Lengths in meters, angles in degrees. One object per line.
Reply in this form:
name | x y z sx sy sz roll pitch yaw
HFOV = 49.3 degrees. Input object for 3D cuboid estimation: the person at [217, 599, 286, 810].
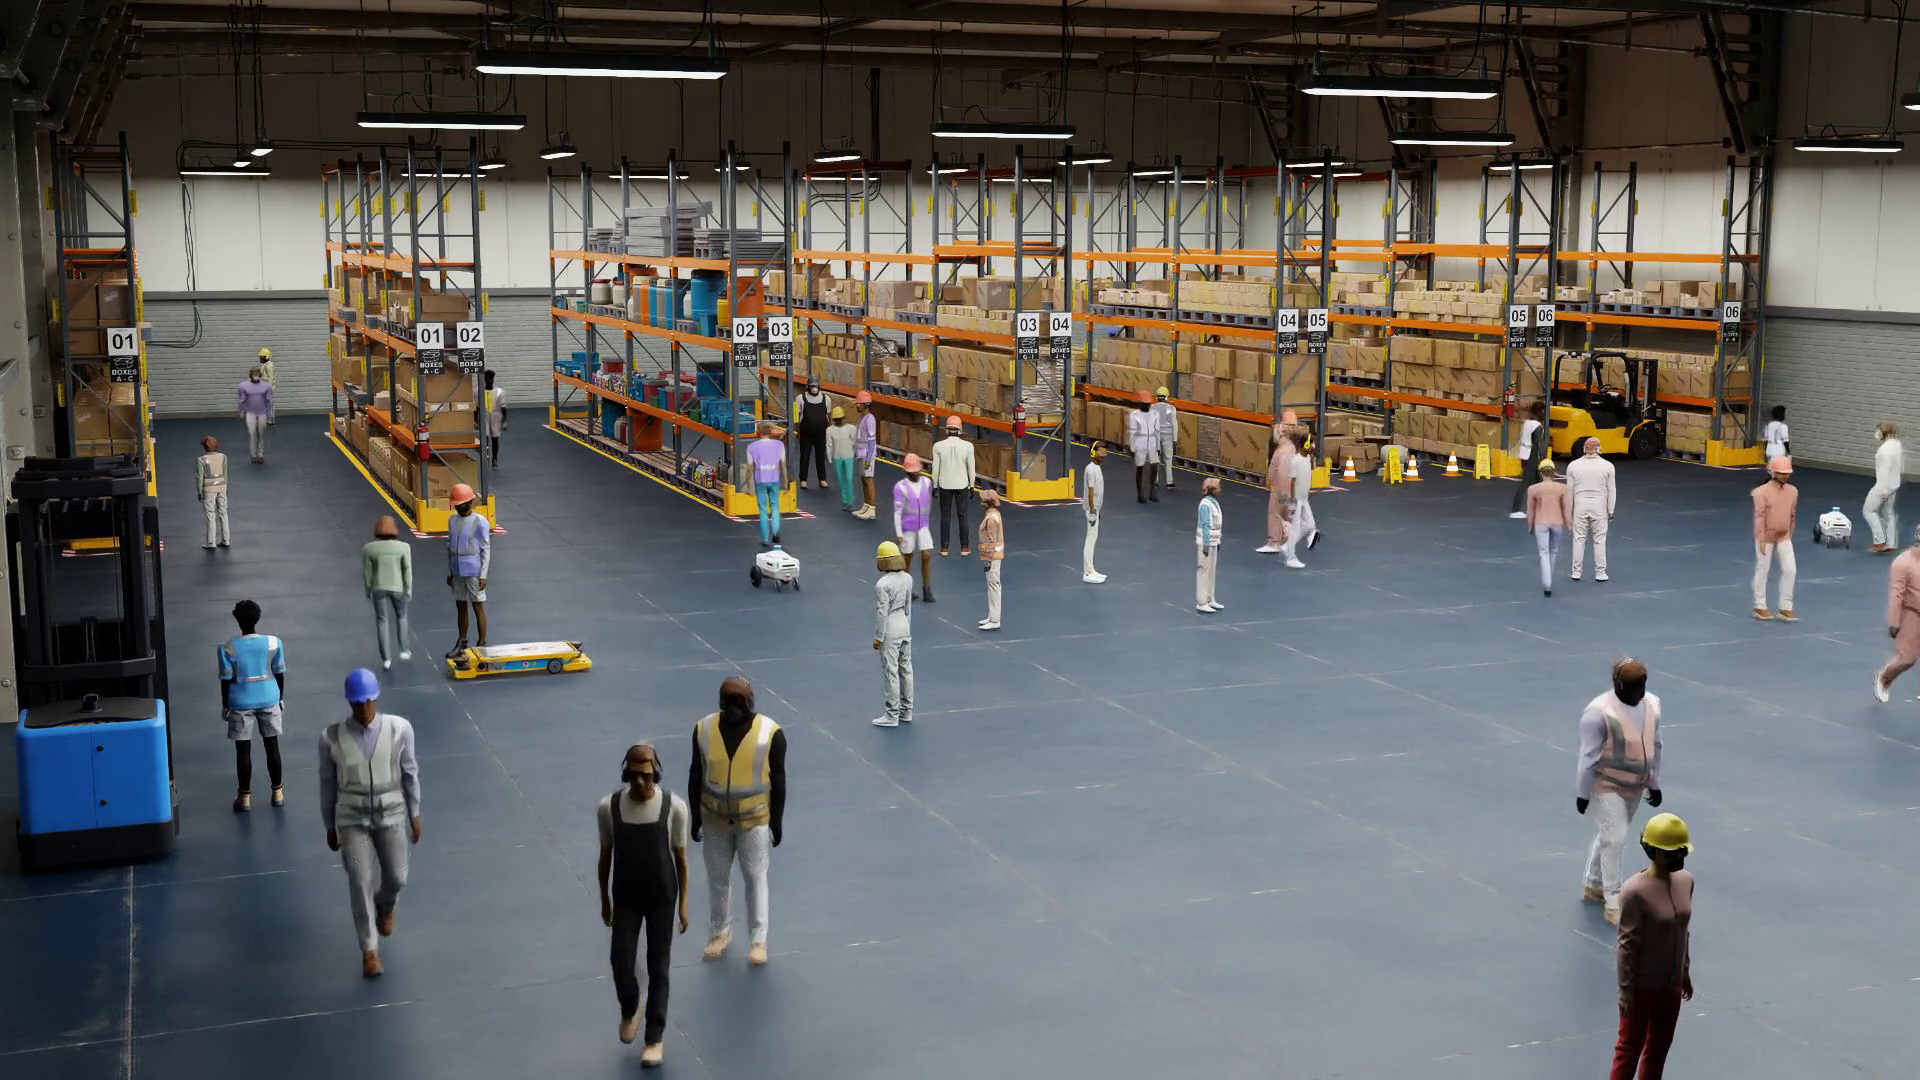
person | -5.689 1.319 16.855 0.533 1.697 0.318 -5 10 -31

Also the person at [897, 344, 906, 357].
person | -1.396 -3.833 50.825 0.660 1.811 0.766 -1 9 -7

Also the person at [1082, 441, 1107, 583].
person | 1.789 -0.385 27.664 0.334 1.865 0.517 2 9 11

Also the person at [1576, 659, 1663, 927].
person | 4.448 1.669 14.229 0.646 1.806 0.670 -5 10 -30

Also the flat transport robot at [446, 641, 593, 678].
flat transport robot | -4.666 1.255 22.153 1.431 0.197 0.652 -3 9 -21

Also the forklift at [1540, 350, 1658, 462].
forklift | 12.897 -2.725 42.309 2.313 2.155 1.214 -3 9 -21

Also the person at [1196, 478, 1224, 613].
person | 3.038 0.056 25.494 0.323 1.637 0.522 4 9 23

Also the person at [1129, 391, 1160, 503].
person | 3.154 -1.562 35.326 0.587 1.909 0.729 -2 9 -14

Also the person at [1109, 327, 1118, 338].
person | 4.137 -4.874 57.406 0.837 1.923 0.619 -7 11 -39

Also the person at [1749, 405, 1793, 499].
person | 13.787 -1.464 35.529 0.837 1.670 0.522 -1 9 -6

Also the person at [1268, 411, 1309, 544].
person | 4.901 -0.956 31.199 0.627 1.951 1.003 -1 9 -5

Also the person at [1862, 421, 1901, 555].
person | 13.146 -0.742 29.861 0.522 1.917 0.632 7 11 38

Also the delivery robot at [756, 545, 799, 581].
delivery robot | -2.368 0.314 27.175 0.477 0.478 0.707 -5 10 -29

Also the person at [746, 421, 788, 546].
person | -2.828 -0.826 30.672 0.620 1.834 0.432 -3 9 -17

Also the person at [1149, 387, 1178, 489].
person | 3.612 -1.821 37.377 0.588 1.823 0.403 3 9 21

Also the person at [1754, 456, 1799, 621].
person | 9.688 -0.007 24.778 0.620 1.964 0.747 -2 9 -11

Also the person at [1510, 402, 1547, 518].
person | 9.315 -1.283 33.629 0.981 1.869 0.616 0 9 2

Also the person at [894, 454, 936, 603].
person | -0.567 -0.147 26.022 0.550 1.876 0.866 -4 9 -24

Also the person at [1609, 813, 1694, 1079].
person | 3.515 2.230 10.551 0.533 1.767 0.326 -6 10 -33

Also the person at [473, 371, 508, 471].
person | -8.988 -2.278 40.112 0.626 1.910 0.997 -2 9 -15

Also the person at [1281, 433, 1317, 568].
person | 4.695 -0.554 28.845 0.417 1.847 0.614 6 11 36

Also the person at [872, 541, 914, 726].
person | -0.649 0.874 19.694 0.309 1.736 0.485 6 10 35

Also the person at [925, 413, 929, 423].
person | -0.717 -3.601 49.867 0.500 1.633 0.286 -2 9 -15

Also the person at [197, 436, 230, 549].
person | -10.884 -0.697 30.525 0.315 1.629 0.508 6 11 36

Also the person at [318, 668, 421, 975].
person | -3.743 1.738 13.282 0.622 1.934 0.656 -3 9 -19

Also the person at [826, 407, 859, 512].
person | -1.937 -1.322 34.351 0.534 1.722 0.753 2 9 11

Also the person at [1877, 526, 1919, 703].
person | 9.177 0.748 20.056 0.653 1.888 0.737 -1 9 -10

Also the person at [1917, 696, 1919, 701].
person | 9.831 0.687 20.601 0.678 1.838 0.548 0 9 3

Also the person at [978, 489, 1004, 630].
person | 0.363 0.220 24.377 0.308 1.639 0.510 0 9 3

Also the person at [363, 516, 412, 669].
person | -6.102 0.538 22.385 0.508 1.602 0.741 -2 9 -10

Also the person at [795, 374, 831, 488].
person | -2.609 -1.930 37.519 0.678 2.000 0.537 -2 9 -16

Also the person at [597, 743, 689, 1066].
person | -1.766 2.021 11.723 0.506 1.834 0.437 -1 9 -4

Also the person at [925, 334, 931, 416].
person | -0.740 -4.104 51.860 0.606 2.044 0.373 -6 10 -35

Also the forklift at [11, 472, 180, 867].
forklift | -6.630 0.886 15.957 1.129 2.768 1.873 -3 9 -21

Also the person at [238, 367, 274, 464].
person | -13.827 -2.439 41.214 0.658 1.904 0.871 -4 9 -24

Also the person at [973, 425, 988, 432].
person | 0.493 -3.398 47.933 0.619 1.805 0.592 -3 9 -19

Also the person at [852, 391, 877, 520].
person | -1.533 -1.361 33.574 0.377 2.044 0.608 -3 9 -16

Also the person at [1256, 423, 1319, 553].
person | 4.704 -0.739 30.015 0.784 1.875 0.656 3 9 18

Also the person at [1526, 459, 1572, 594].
person | 7.547 -0.181 26.846 0.557 1.697 0.912 1 9 4

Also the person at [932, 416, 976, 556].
person | -0.091 -0.778 29.841 0.625 1.992 0.389 0 9 -1

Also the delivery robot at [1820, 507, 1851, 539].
delivery robot | 12.901 -0.238 30.858 0.477 0.478 0.707 2 9 13

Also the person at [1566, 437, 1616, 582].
person | 8.338 -0.406 27.686 0.639 1.902 0.407 4 9 24

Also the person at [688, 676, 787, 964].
person | -1.430 1.771 13.372 0.628 1.845 0.429 1 9 7

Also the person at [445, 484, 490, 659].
person | -5.327 0.345 22.582 0.542 1.928 0.375 4 10 27

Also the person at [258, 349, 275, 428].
person | -16.188 -3.548 48.855 0.404 1.831 0.600 -5 10 -29
